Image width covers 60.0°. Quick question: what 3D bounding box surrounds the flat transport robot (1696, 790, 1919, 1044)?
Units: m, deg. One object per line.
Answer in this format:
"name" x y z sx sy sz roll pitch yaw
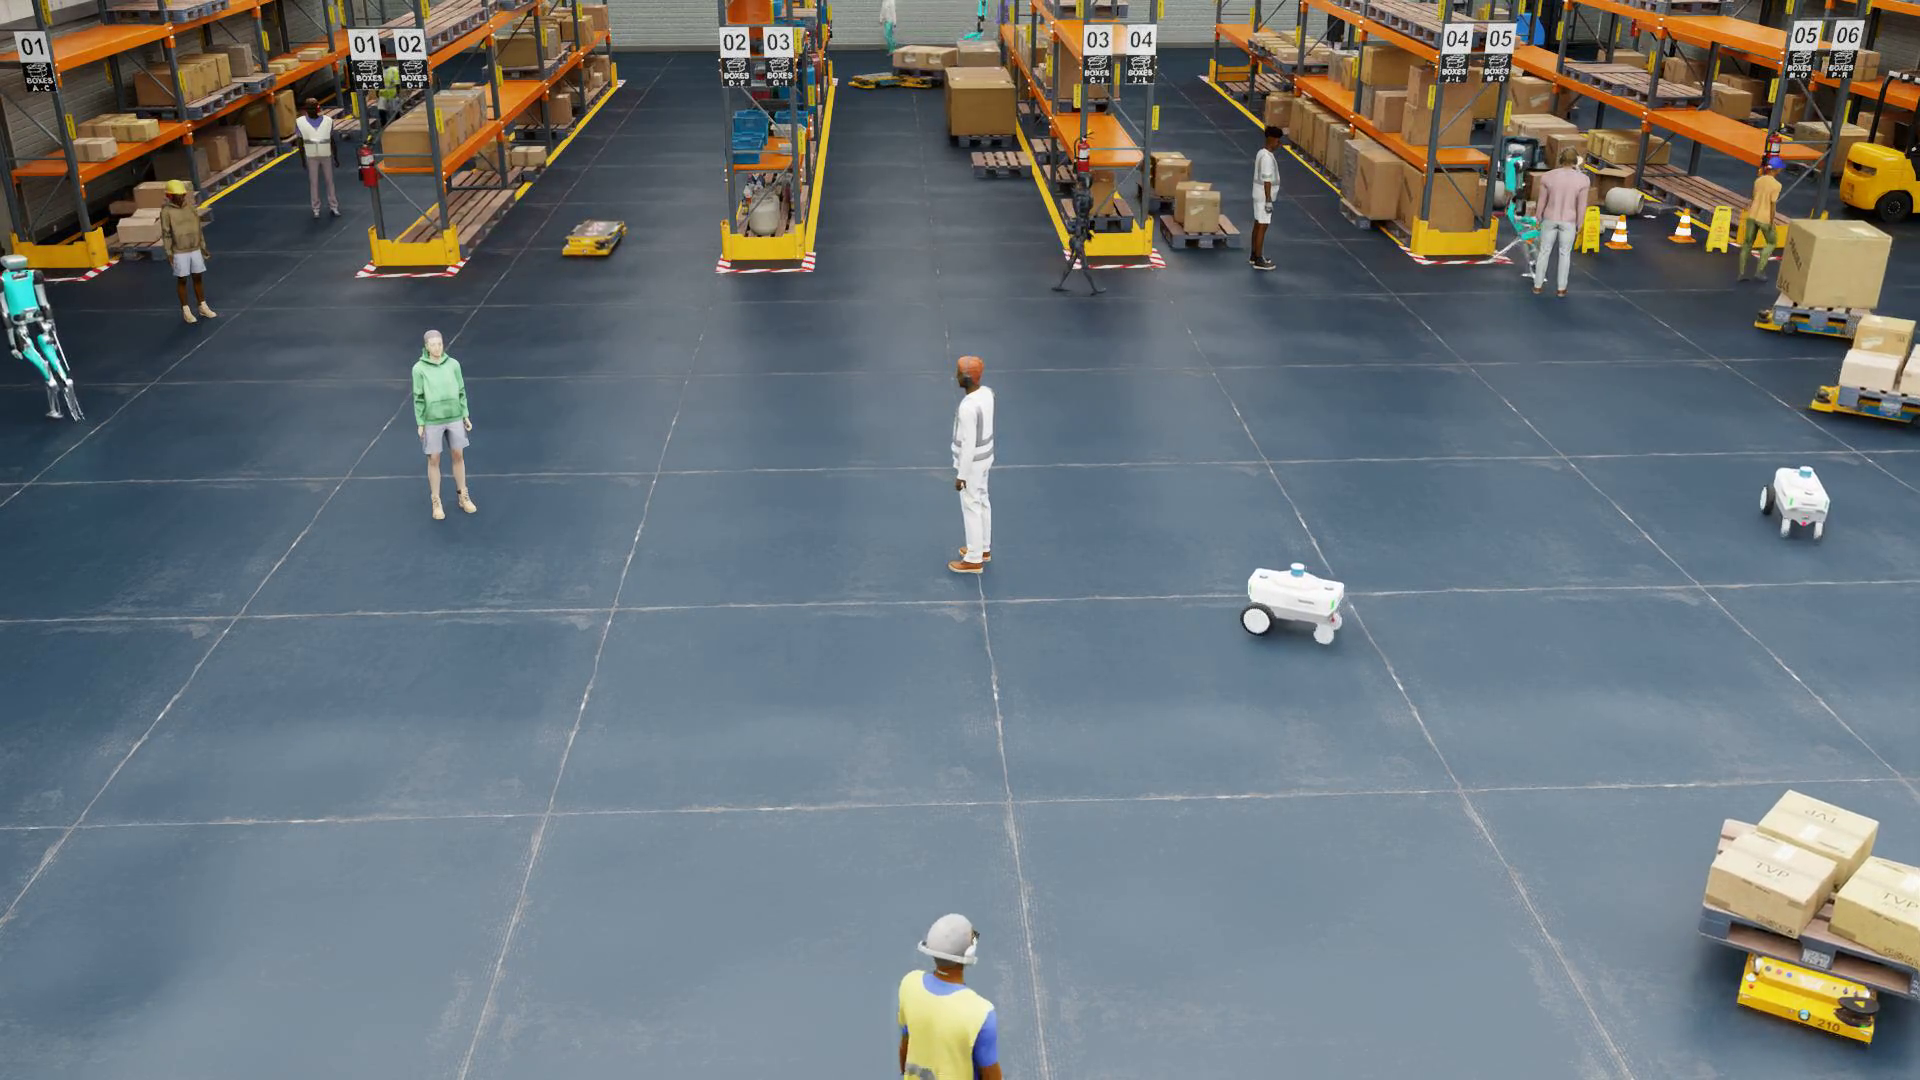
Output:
"flat transport robot" 4.859 2.260 9.395 0.659 0.231 1.431 13 27 27

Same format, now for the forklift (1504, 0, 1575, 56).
"forklift" 14.700 -13.805 42.301 1.873 2.768 1.129 -1 24 -2

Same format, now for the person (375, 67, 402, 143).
"person" -10.879 -8.394 31.591 0.543 1.667 0.665 -1 24 -2

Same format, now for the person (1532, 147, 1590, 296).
"person" 7.859 -4.168 21.805 0.622 1.931 0.374 11 26 23

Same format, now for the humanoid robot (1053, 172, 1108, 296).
"humanoid robot" 1.608 -4.029 21.851 0.778 1.622 0.589 7 25 15

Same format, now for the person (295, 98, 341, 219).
"person" -9.991 -5.958 25.930 0.563 1.838 0.391 -12 27 -25

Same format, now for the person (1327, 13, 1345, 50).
"person" 8.970 -12.099 39.707 0.402 1.856 0.540 -13 27 -27

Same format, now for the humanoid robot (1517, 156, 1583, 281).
"humanoid robot" 7.840 -4.305 22.338 0.829 1.757 0.551 16 29 32

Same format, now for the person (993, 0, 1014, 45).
"person" 1.187 -13.008 41.894 0.988 1.742 0.595 -1 24 -3

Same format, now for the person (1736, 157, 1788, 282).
"person" 10.814 -4.305 22.390 0.535 1.700 0.447 -12 27 -25

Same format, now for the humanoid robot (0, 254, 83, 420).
"humanoid robot" -9.519 -1.991 17.288 0.733 1.897 0.539 15 28 30

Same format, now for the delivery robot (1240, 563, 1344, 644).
"delivery robot" 2.624 0.463 13.050 0.747 0.570 0.499 10 26 22

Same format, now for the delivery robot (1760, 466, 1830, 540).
"delivery robot" 7.546 -0.376 14.942 0.499 0.576 0.757 6 25 14

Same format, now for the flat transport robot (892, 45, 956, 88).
"flat transport robot" -0.777 -10.614 38.321 0.659 0.231 1.431 10 26 21

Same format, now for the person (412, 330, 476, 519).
"person" -4.674 -1.058 15.037 0.472 1.742 0.341 -14 27 -28

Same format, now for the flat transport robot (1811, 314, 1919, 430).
"flat transport robot" 9.903 -1.432 17.691 1.431 0.231 0.659 15 28 30

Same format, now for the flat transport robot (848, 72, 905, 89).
"flat transport robot" -1.809 -10.543 38.163 1.431 0.231 0.659 -17 29 -34

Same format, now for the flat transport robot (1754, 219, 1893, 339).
"flat transport robot" 10.612 -2.677 20.487 1.431 0.231 0.659 14 27 28

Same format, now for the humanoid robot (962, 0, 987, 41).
"humanoid robot" 0.326 -12.669 41.184 1.003 1.759 0.595 -1 24 -2

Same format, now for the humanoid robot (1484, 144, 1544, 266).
"humanoid robot" 7.910 -4.609 23.091 1.018 1.753 0.544 -1 24 -2

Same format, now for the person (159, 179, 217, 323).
"person" -9.692 -3.622 20.772 0.406 1.763 0.533 16 29 32

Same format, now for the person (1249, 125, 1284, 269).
"person" 4.248 -4.762 23.096 0.377 1.958 0.602 0 24 0

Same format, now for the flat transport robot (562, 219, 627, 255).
"flat transport robot" -5.370 -4.456 24.484 0.659 0.231 1.431 0 24 1

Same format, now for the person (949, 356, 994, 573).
"person" 0.100 -0.635 13.913 0.343 1.882 0.586 8 25 17

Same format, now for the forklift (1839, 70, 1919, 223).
"forklift" 15.132 -6.143 25.915 2.313 2.155 1.214 -1 24 -2

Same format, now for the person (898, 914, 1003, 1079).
"person" -0.064 2.430 7.049 0.538 1.868 0.738 21 31 38

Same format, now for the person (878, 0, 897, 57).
"person" -1.827 -13.149 42.195 0.460 1.748 0.538 -10 26 -21

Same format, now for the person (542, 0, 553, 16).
"person" -10.088 -12.694 41.095 0.834 1.804 0.591 -6 25 -13
